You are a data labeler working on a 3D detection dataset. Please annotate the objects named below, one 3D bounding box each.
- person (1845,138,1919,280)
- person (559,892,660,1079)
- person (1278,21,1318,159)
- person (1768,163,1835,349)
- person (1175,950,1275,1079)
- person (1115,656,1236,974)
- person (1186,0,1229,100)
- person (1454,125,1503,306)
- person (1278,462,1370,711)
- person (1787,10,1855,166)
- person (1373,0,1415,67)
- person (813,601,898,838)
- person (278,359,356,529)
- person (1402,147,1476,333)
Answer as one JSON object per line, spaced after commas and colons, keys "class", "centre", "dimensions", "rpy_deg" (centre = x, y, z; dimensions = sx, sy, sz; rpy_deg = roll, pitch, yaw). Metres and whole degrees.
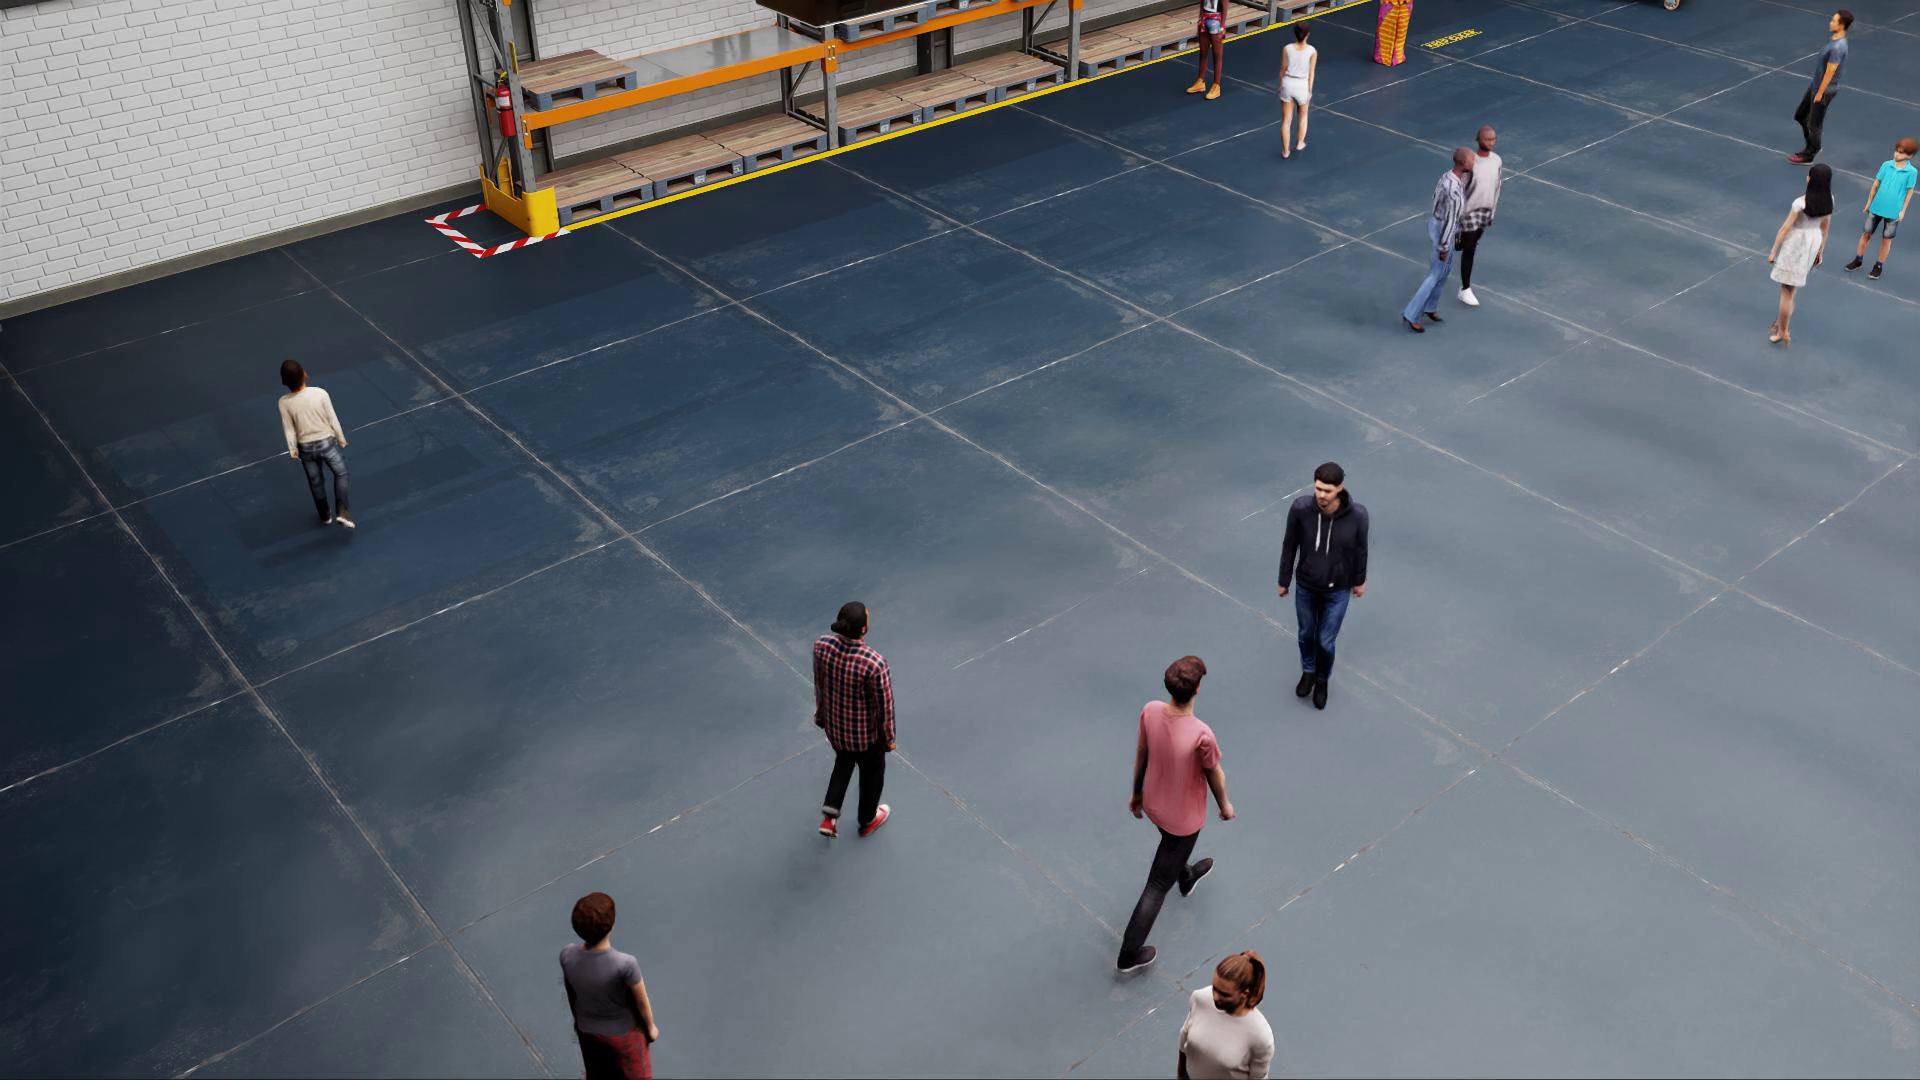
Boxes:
{"class": "person", "centre": [9.390, -3.380, 16.831], "dimensions": [0.479, 1.447, 0.529], "rpy_deg": [-28, 43, -35]}
{"class": "person", "centre": [-1.695, 2.366, 8.005], "dimensions": [0.655, 1.648, 0.686], "rpy_deg": [9, 35, 14]}
{"class": "person", "centre": [3.922, -5.264, 19.530], "dimensions": [0.778, 1.597, 0.864], "rpy_deg": [9, 35, 13]}
{"class": "person", "centre": [7.784, -2.578, 15.339], "dimensions": [0.825, 1.763, 0.867], "rpy_deg": [-7, 34, -10]}
{"class": "person", "centre": [1.196, 2.537, 7.683], "dimensions": [0.628, 1.720, 0.556], "rpy_deg": [28, 43, 35]}
{"class": "person", "centre": [1.096, 1.536, 9.022], "dimensions": [1.251, 1.904, 0.709], "rpy_deg": [-29, 43, -36]}
{"class": "person", "centre": [3.242, -6.570, 21.379], "dimensions": [0.588, 1.726, 0.613], "rpy_deg": [-23, 40, -30]}
{"class": "person", "centre": [4.983, -3.235, 16.345], "dimensions": [1.124, 1.745, 0.926], "rpy_deg": [-11, 35, -17]}
{"class": "person", "centre": [2.436, 0.239, 11.008], "dimensions": [0.807, 1.867, 0.798], "rpy_deg": [13, 36, 19]}
{"class": "person", "centre": [10.096, -5.222, 19.280], "dimensions": [0.855, 1.805, 0.759], "rpy_deg": [11, 35, 16]}
{"class": "person", "centre": [5.923, -7.339, 22.572], "dimensions": [0.706, 1.686, 0.724], "rpy_deg": [23, 40, 30]}
{"class": "person", "centre": [-0.656, 1.116, 9.797], "dimensions": [0.864, 1.747, 0.941], "rpy_deg": [17, 37, 24]}
{"class": "person", "centre": [-4.942, -0.706, 12.800], "dimensions": [0.812, 1.456, 0.799], "rpy_deg": [-11, 35, -16]}
{"class": "person", "centre": [4.509, -2.867, 15.773], "dimensions": [0.934, 1.765, 0.869], "rpy_deg": [9, 35, 13]}
